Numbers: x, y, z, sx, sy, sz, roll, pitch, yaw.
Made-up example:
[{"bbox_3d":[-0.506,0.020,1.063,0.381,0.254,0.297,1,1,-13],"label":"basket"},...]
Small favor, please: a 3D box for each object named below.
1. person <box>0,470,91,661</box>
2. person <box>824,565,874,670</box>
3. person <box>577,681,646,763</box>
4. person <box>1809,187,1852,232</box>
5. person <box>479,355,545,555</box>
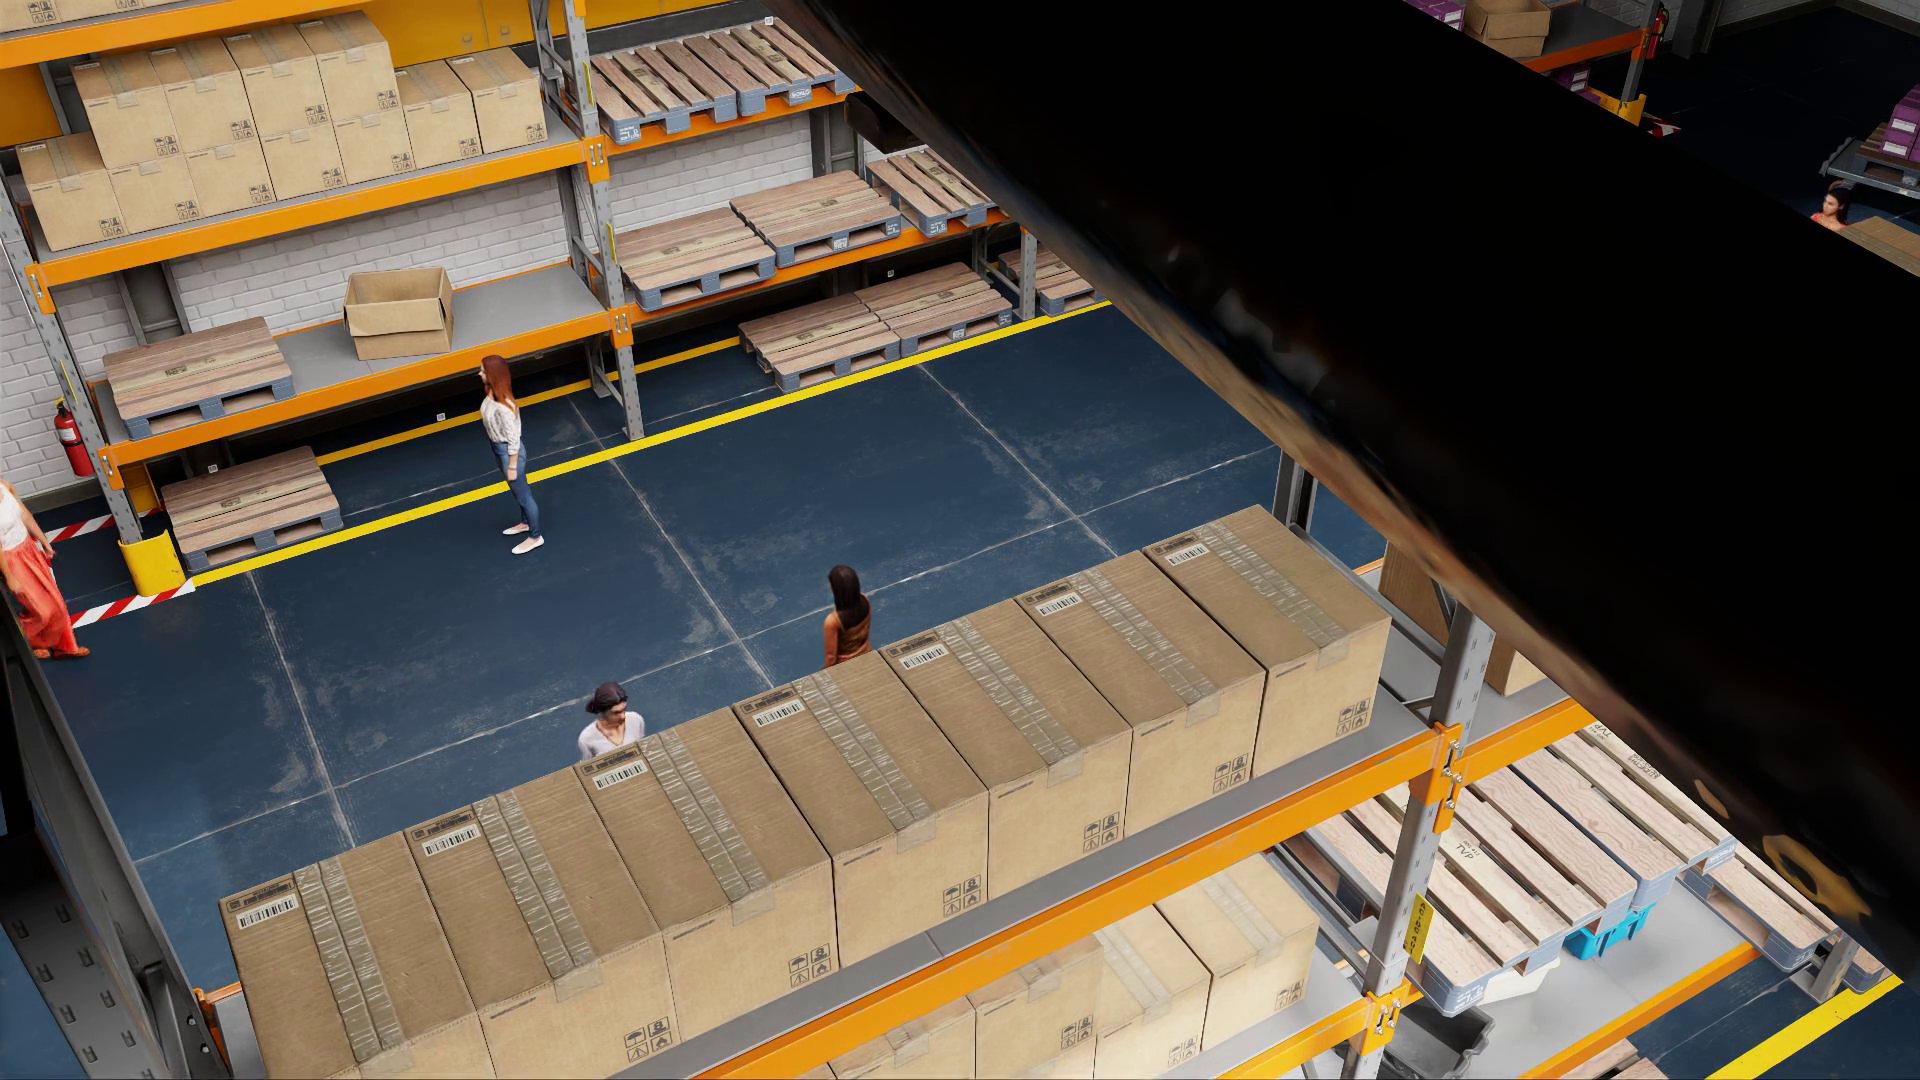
[{"bbox_3d":[-6.697,0.162,11.702,0.877,1.795,0.810,-2,39,-2],"label":"person"},{"bbox_3d":[-0.713,0.857,10.919,0.699,1.684,0.588,22,44,25],"label":"person"},{"bbox_3d":[-2.089,1.530,10.010,0.468,1.767,0.679,-17,42,-20],"label":"person"},{"bbox_3d":[7.734,-2.384,14.987,1.098,1.672,0.688,-16,41,-19],"label":"person"},{"bbox_3d":[-3.462,-0.683,12.812,0.520,1.729,0.586,-17,42,-20],"label":"person"}]
